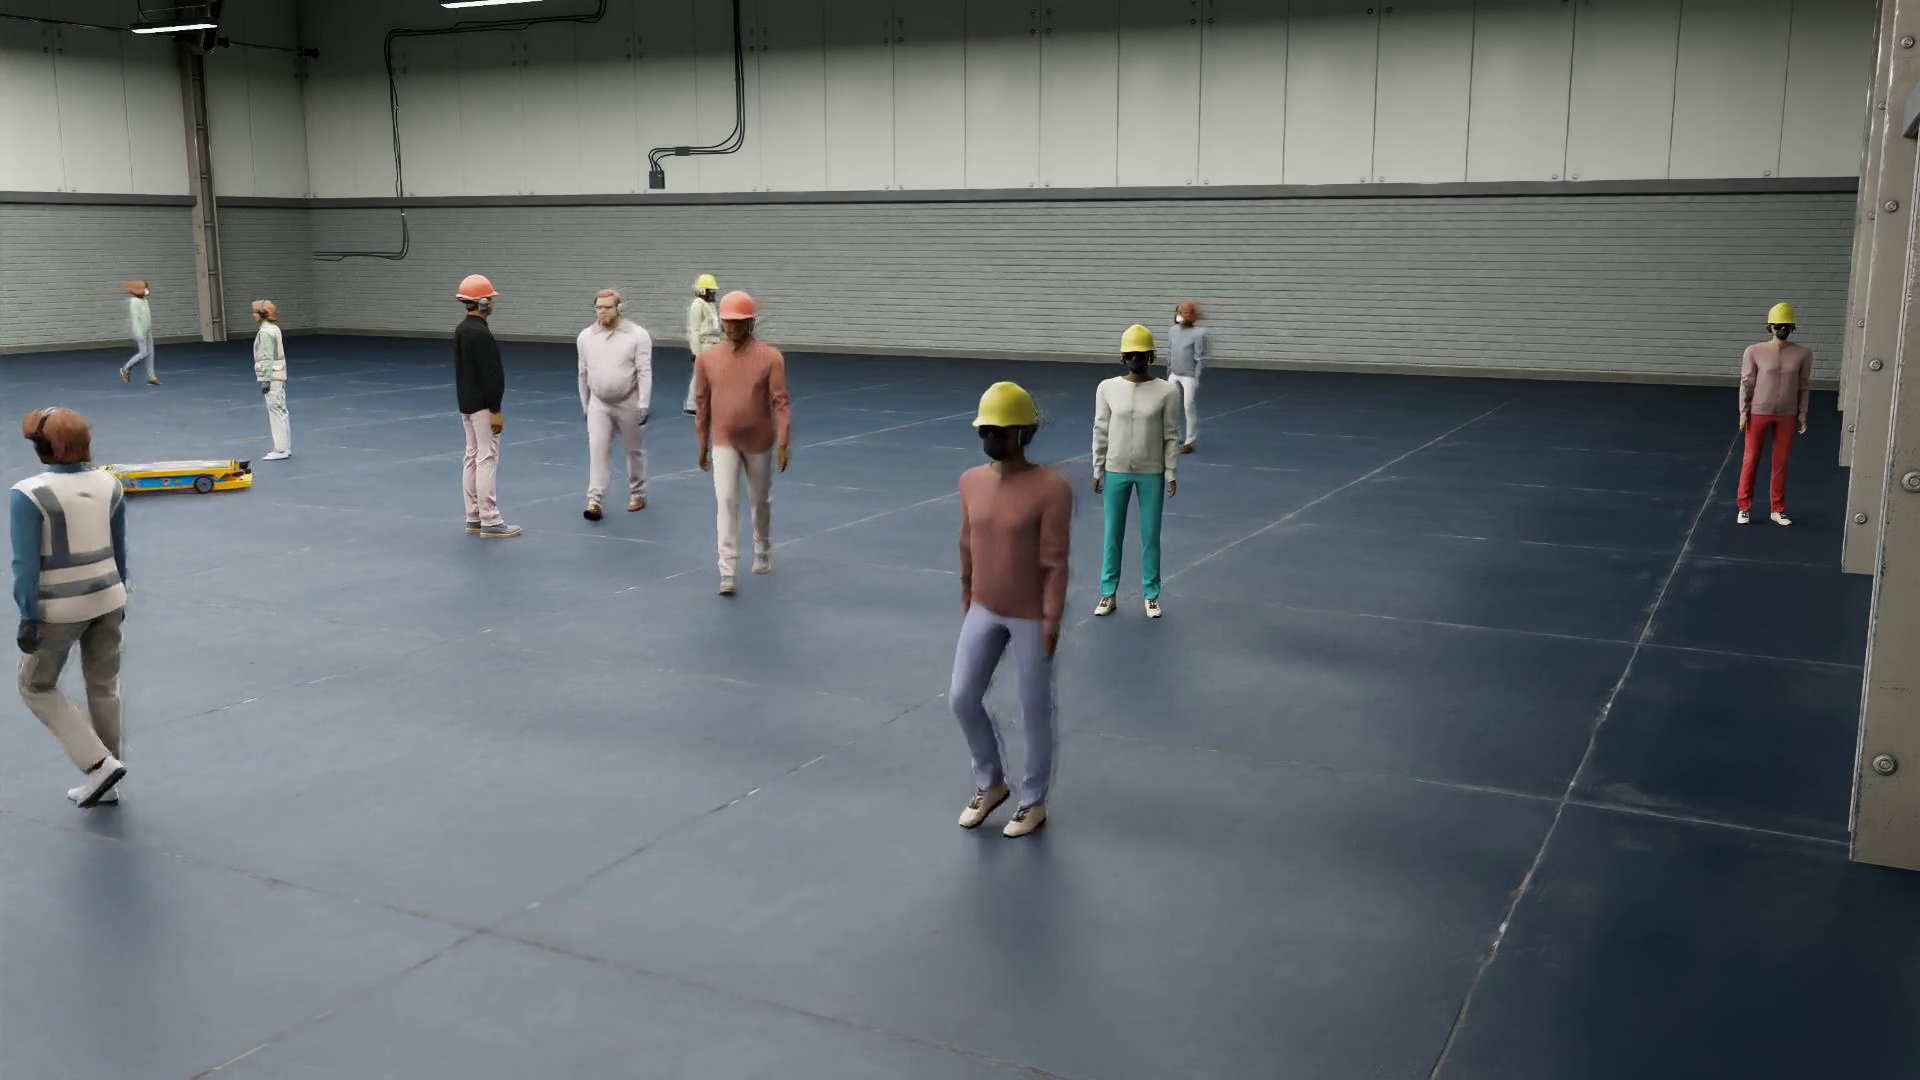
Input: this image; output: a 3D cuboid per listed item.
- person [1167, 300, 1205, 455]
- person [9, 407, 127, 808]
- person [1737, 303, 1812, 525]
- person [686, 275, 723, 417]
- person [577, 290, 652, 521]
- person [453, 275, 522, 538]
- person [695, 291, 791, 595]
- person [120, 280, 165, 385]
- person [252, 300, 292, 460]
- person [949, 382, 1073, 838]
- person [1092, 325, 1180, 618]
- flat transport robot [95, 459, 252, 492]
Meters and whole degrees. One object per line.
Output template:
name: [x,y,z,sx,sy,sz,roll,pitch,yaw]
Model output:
person: [2.309,-1.690,17.388,0.469,1.614,0.536,-9,14,-41]
person: [-3.528,0.282,6.615,0.363,1.624,0.539,4,11,21]
person: [6.458,-0.992,13.203,0.528,1.768,0.313,2,11,8]
person: [-3.090,-2.426,20.933,0.883,1.787,0.609,1,10,4]
person: [-2.821,-1.104,13.575,0.640,1.855,0.999,0,10,2]
person: [-3.647,-1.018,12.711,0.375,1.998,0.611,-8,13,-36]
person: [-1.429,-0.665,10.968,0.633,1.942,1.062,0,10,-2]
person: [-12.557,-3.173,25.474,0.528,1.620,0.511,0,10,-2]
person: [-7.070,-1.639,17.078,0.310,1.638,0.523,-2,11,-12]
person: [0.197,0.278,6.294,0.522,1.754,0.441,7,12,32]
person: [1.054,-0.407,10.014,0.523,1.769,0.315,2,11,10]
flat transport robot: [-7.160,-0.570,14.984,1.431,0.197,0.652,-4,11,-22]
